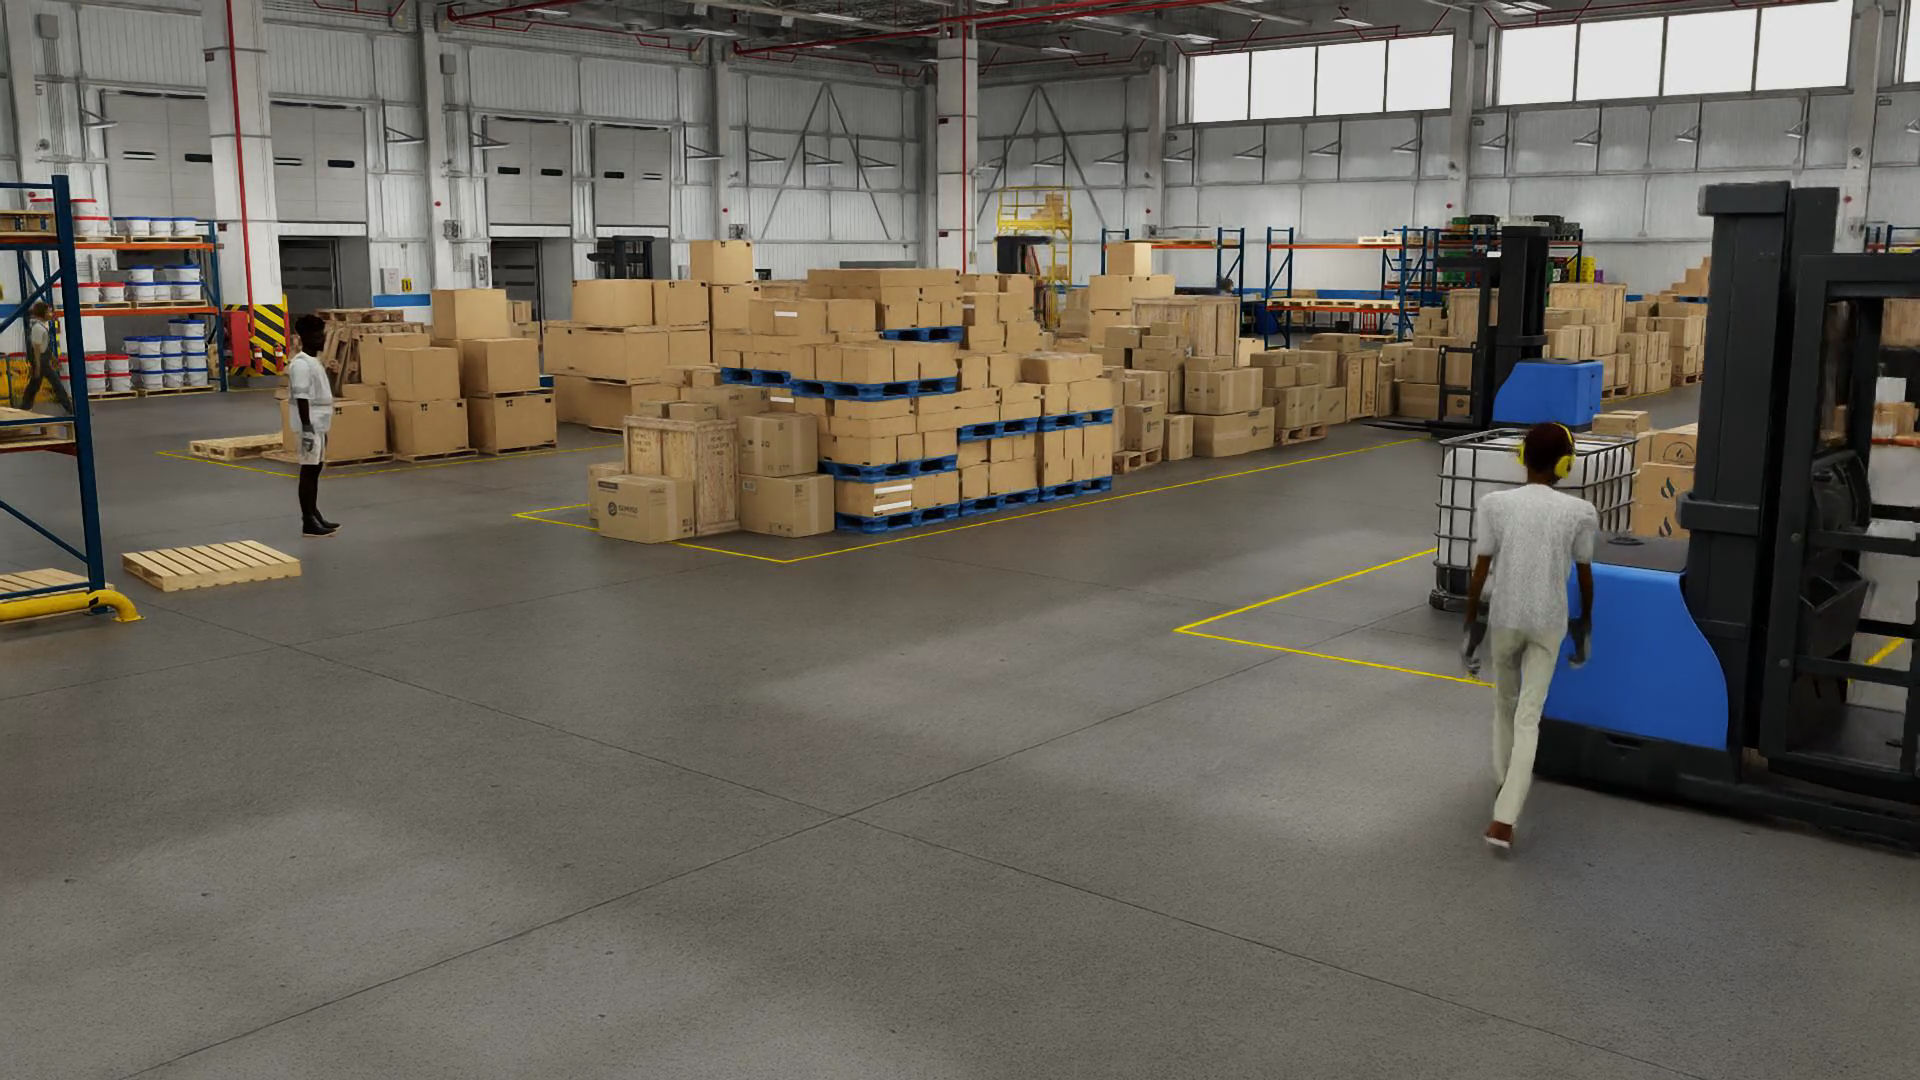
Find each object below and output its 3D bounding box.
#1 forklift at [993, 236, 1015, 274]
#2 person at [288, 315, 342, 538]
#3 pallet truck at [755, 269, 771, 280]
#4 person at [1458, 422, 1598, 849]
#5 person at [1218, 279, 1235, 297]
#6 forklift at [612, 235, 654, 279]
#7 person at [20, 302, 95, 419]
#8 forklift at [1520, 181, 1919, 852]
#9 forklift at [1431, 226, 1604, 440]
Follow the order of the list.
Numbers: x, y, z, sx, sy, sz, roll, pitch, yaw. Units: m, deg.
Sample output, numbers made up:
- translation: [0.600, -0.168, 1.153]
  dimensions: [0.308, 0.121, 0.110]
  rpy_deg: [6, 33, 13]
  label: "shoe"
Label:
- translation: [1.065, -5.693, 38.807]
  dimensions: [1.873, 2.768, 1.129]
  rpy_deg: [2, 10, 12]
  label: "forklift"
- translation: [-5.739, -1.011, 14.749]
  dimensions: [0.373, 1.966, 0.607]
  rpy_deg: [-2, 10, -10]
  label: "person"
- translation: [-4.996, -6.432, 45.525]
  dimensions: [1.885, 1.965, 0.823]
  rpy_deg: [-6, 12, -32]
  label: "pallet truck"
- translation: [2.467, 0.391, 7.235]
  dimensions: [0.539, 1.810, 1.017]
  rpy_deg: [4, 11, 23]
  label: "person"
- translation: [5.795, -4.697, 35.991]
  dimensions: [1.012, 1.881, 0.635]
  rpy_deg: [5, 11, 27]
  label: "person"
- translation: [-7.300, -5.450, 37.421]
  dimensions: [1.873, 2.768, 1.129]
  rpy_deg: [8, 13, 40]
  label: "forklift"
- translation: [-13.110, -2.525, 23.912]
  dimensions: [1.008, 1.782, 0.510]
  rpy_deg: [-6, 12, -33]
  label: "person"
- translation: [3.648, -0.229, 7.695]
  dimensions: [1.873, 2.768, 1.129]
  rpy_deg: [8, 13, 40]
  label: "forklift"
- translation: [7.339, -2.688, 21.696]
  dimensions: [1.873, 2.768, 1.129]
  rpy_deg: [8, 13, 40]
  label: "forklift"
